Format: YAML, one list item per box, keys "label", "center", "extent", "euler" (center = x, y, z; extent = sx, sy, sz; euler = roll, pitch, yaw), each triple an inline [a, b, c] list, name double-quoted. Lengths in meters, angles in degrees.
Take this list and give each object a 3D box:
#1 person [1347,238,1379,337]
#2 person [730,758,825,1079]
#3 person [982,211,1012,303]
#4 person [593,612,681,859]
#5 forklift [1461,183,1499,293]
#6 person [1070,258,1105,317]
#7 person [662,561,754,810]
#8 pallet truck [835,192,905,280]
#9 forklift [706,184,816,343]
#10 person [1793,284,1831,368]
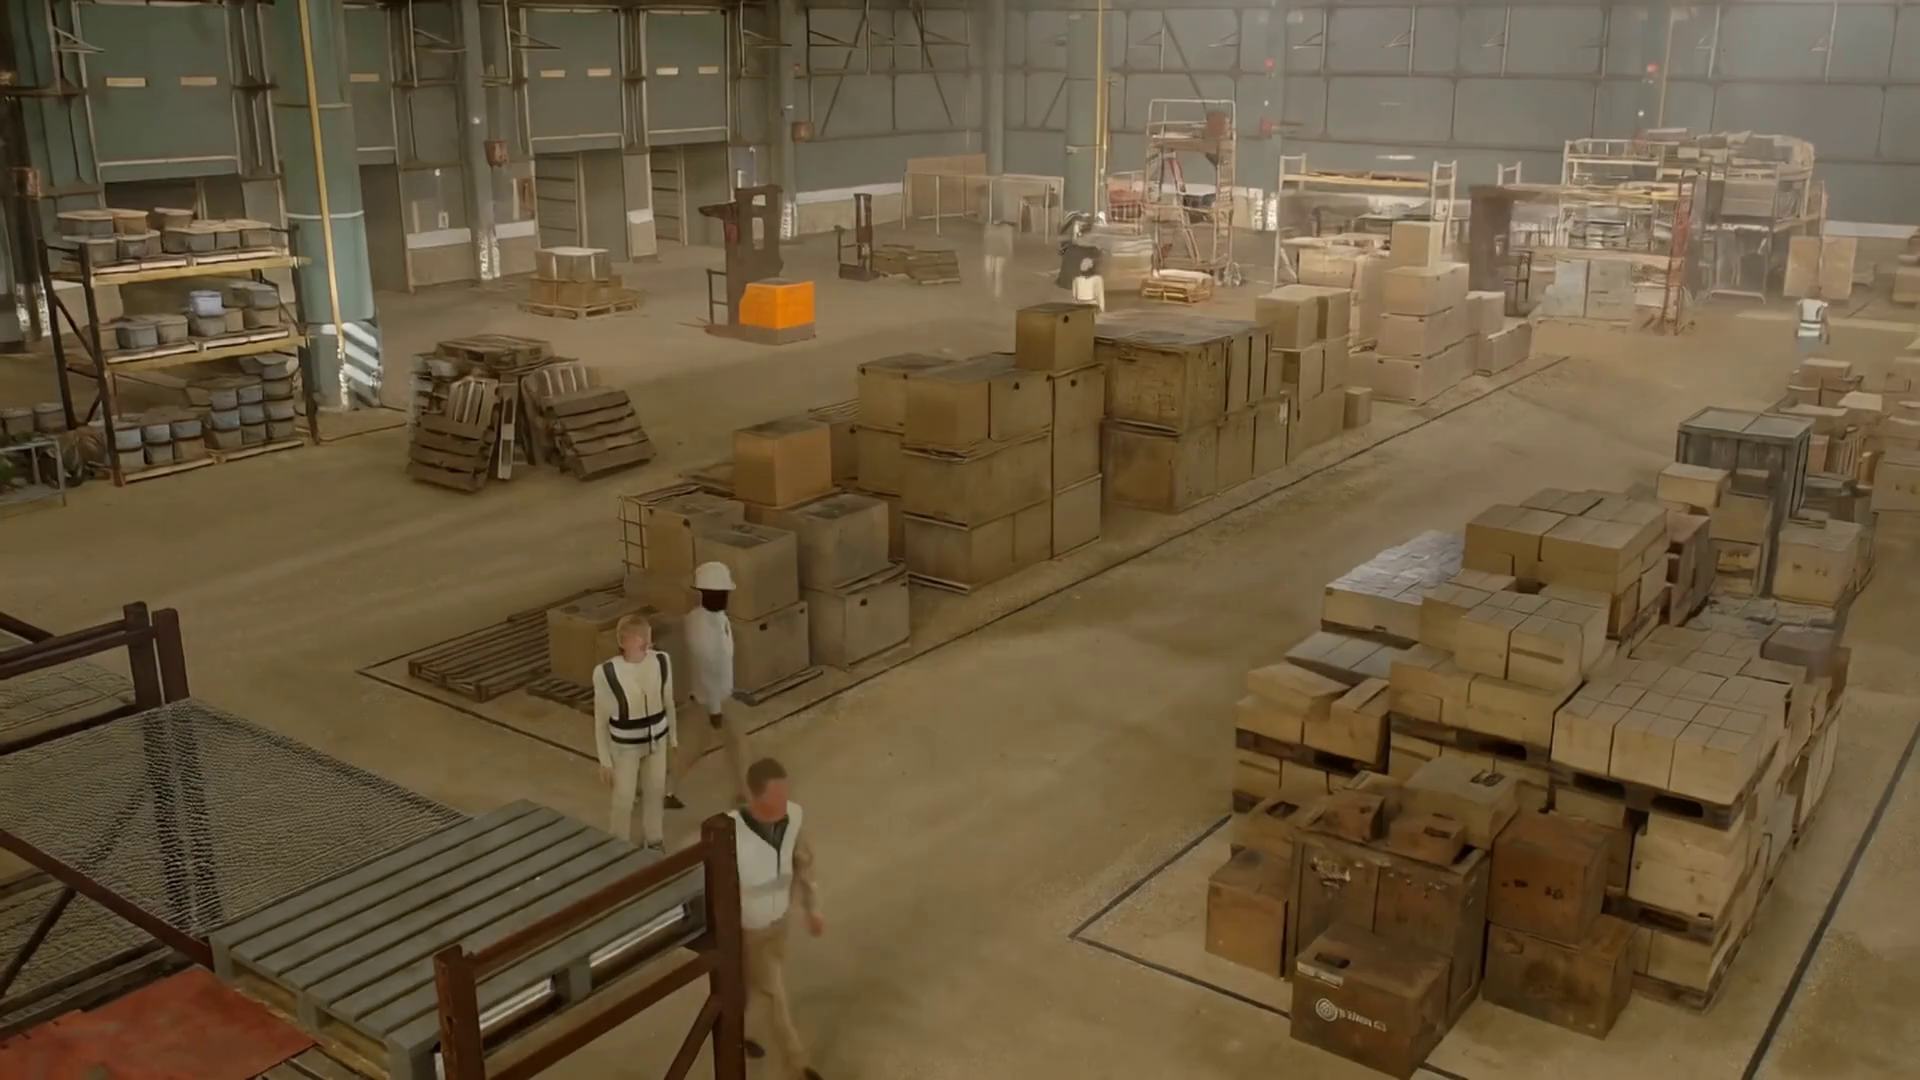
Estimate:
- label: "person"
  center: [7.418, -4.657, 30.896]
  extent: [0.893, 1.881, 0.708]
  euler: [-8, 19, -26]
- label: "person"
  center: [-0.985, 2.021, 8.811]
  extent: [1.001, 1.861, 0.613]
  euler: [11, 20, 32]
- label: "person"
  center: [0.758, -5.978, 35.205]
  extent: [0.663, 1.914, 0.785]
  euler: [4, 17, 13]
- label: "person"
  center: [-2.112, 1.371, 10.929]
  extent: [0.584, 1.882, 0.337]
  euler: [-13, 21, -37]
- label: "forklift"
  center: [9.679, -5.228, 31.084]
  extent: [1.873, 2.768, 1.129]
  euler: [9, 19, 29]
- label: "person"
  center: [2.130, -3.823, 28.135]
  extent: [0.570, 1.879, 1.010]
  euler: [9, 19, 28]
- label: "person"
  center: [-1.814, 1.056, 11.970]
  extent: [0.910, 1.896, 0.592]
  euler: [2, 17, 5]
- label: "pallet truck"
  center: [-1.936, -7.159, 38.982]
  extent: [1.885, 1.965, 0.823]
  euler: [-12, 21, -34]
- label: "forklift"
  center: [-3.717, -5.181, 30.929]
  extent: [1.873, 2.768, 1.129]
  euler: [12, 21, 35]
- label: "person"
  center: [13.861, -3.338, 26.970]
  extent: [0.718, 1.609, 0.550]
  euler: [-10, 19, -29]
